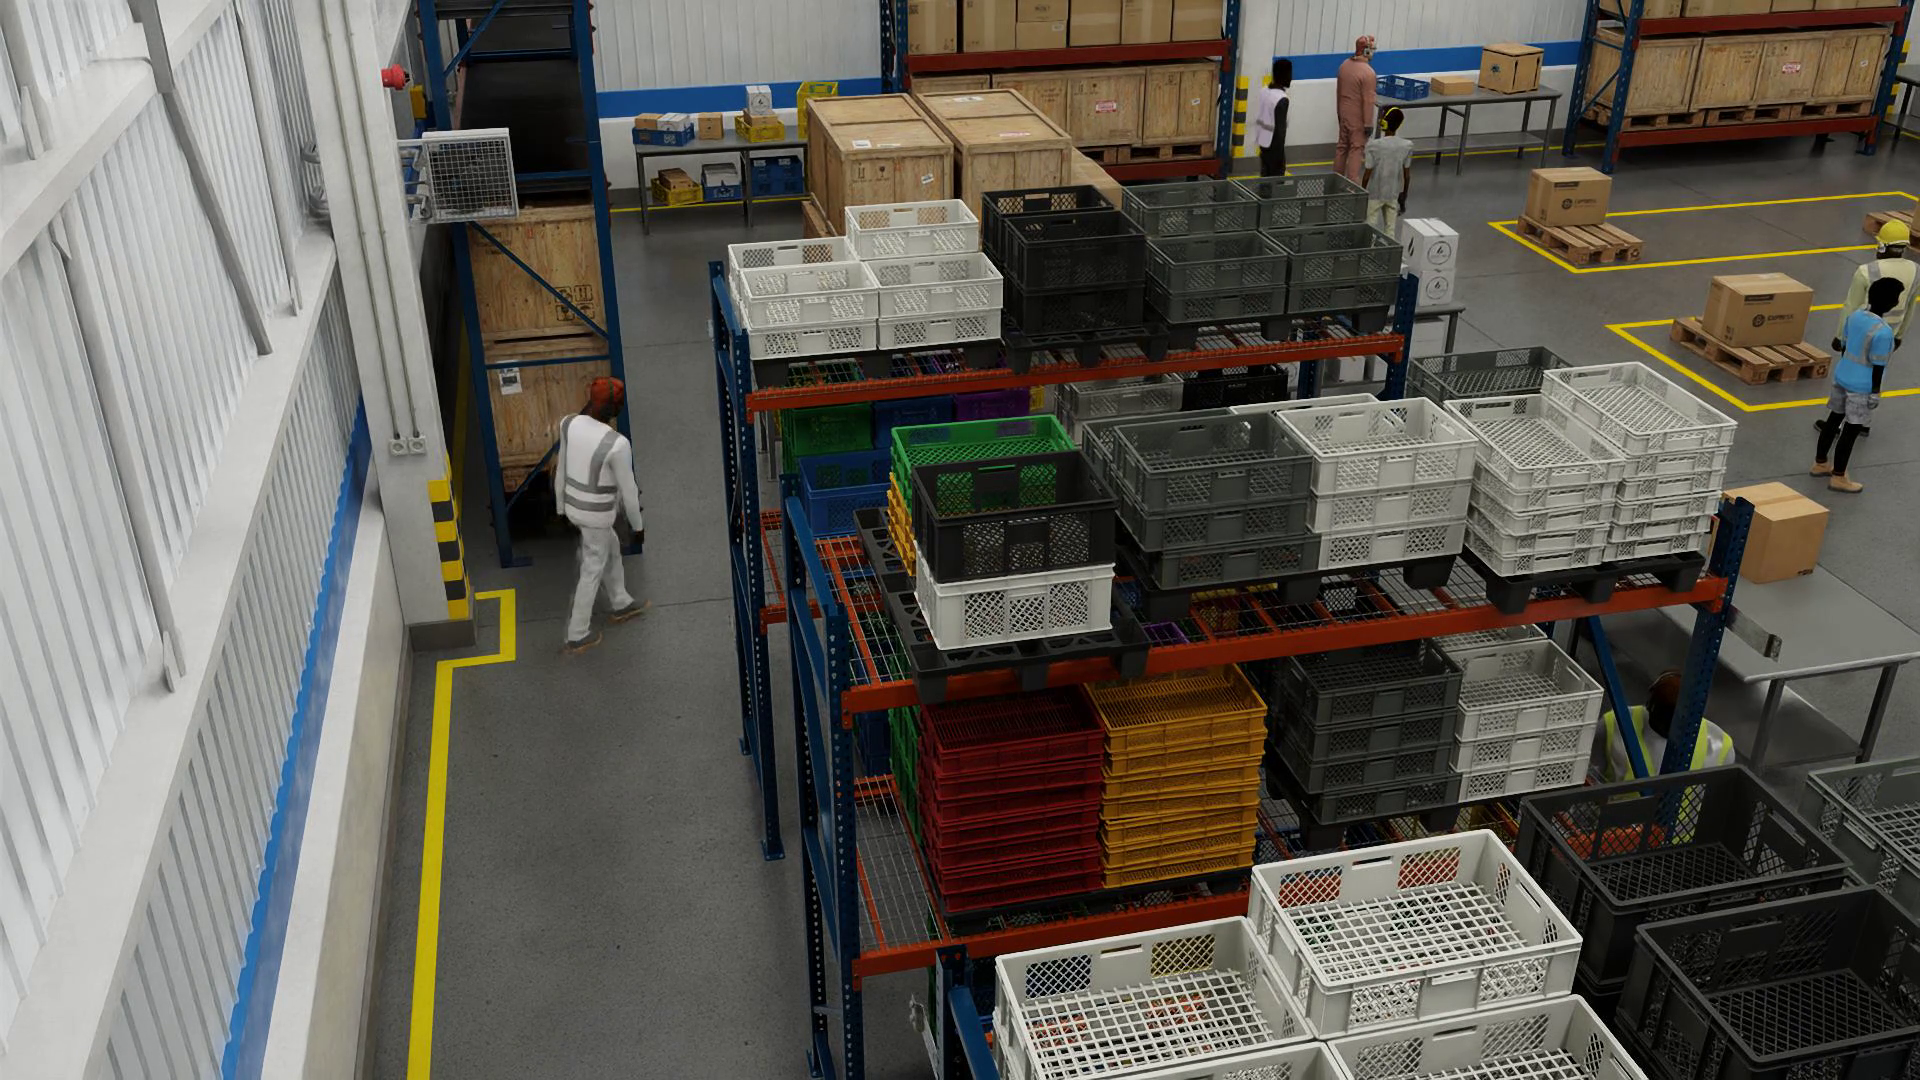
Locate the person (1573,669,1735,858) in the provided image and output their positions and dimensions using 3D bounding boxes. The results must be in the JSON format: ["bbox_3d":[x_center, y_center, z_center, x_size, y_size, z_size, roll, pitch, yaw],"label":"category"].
[{"bbox_3d":[3.146,1.400,7.687,0.634,1.842,0.429,8,29,16],"label":"person"}]

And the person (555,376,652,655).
[{"bbox_3d":[-2.278,-0.183,10.694,0.578,1.836,0.864,23,36,37],"label":"person"}]

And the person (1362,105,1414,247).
[{"bbox_3d":[4.289,-3.465,16.895,0.531,1.864,0.317,-2,28,-4],"label":"person"}]

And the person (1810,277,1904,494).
[{"bbox_3d":[6.906,-1.202,12.781,0.319,1.693,0.532,-1,28,-2],"label":"person"}]

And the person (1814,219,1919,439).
[{"bbox_3d":[7.459,-1.716,13.621,0.593,1.824,0.403,-4,28,-7],"label":"person"}]

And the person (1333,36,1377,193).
[{"bbox_3d":[4.737,-5.045,19.855,0.406,1.906,0.680,-10,29,-19],"label":"person"}]

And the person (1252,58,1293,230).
[{"bbox_3d":[3.512,-4.442,18.705,0.415,1.921,0.607,-6,28,-11],"label":"person"}]
